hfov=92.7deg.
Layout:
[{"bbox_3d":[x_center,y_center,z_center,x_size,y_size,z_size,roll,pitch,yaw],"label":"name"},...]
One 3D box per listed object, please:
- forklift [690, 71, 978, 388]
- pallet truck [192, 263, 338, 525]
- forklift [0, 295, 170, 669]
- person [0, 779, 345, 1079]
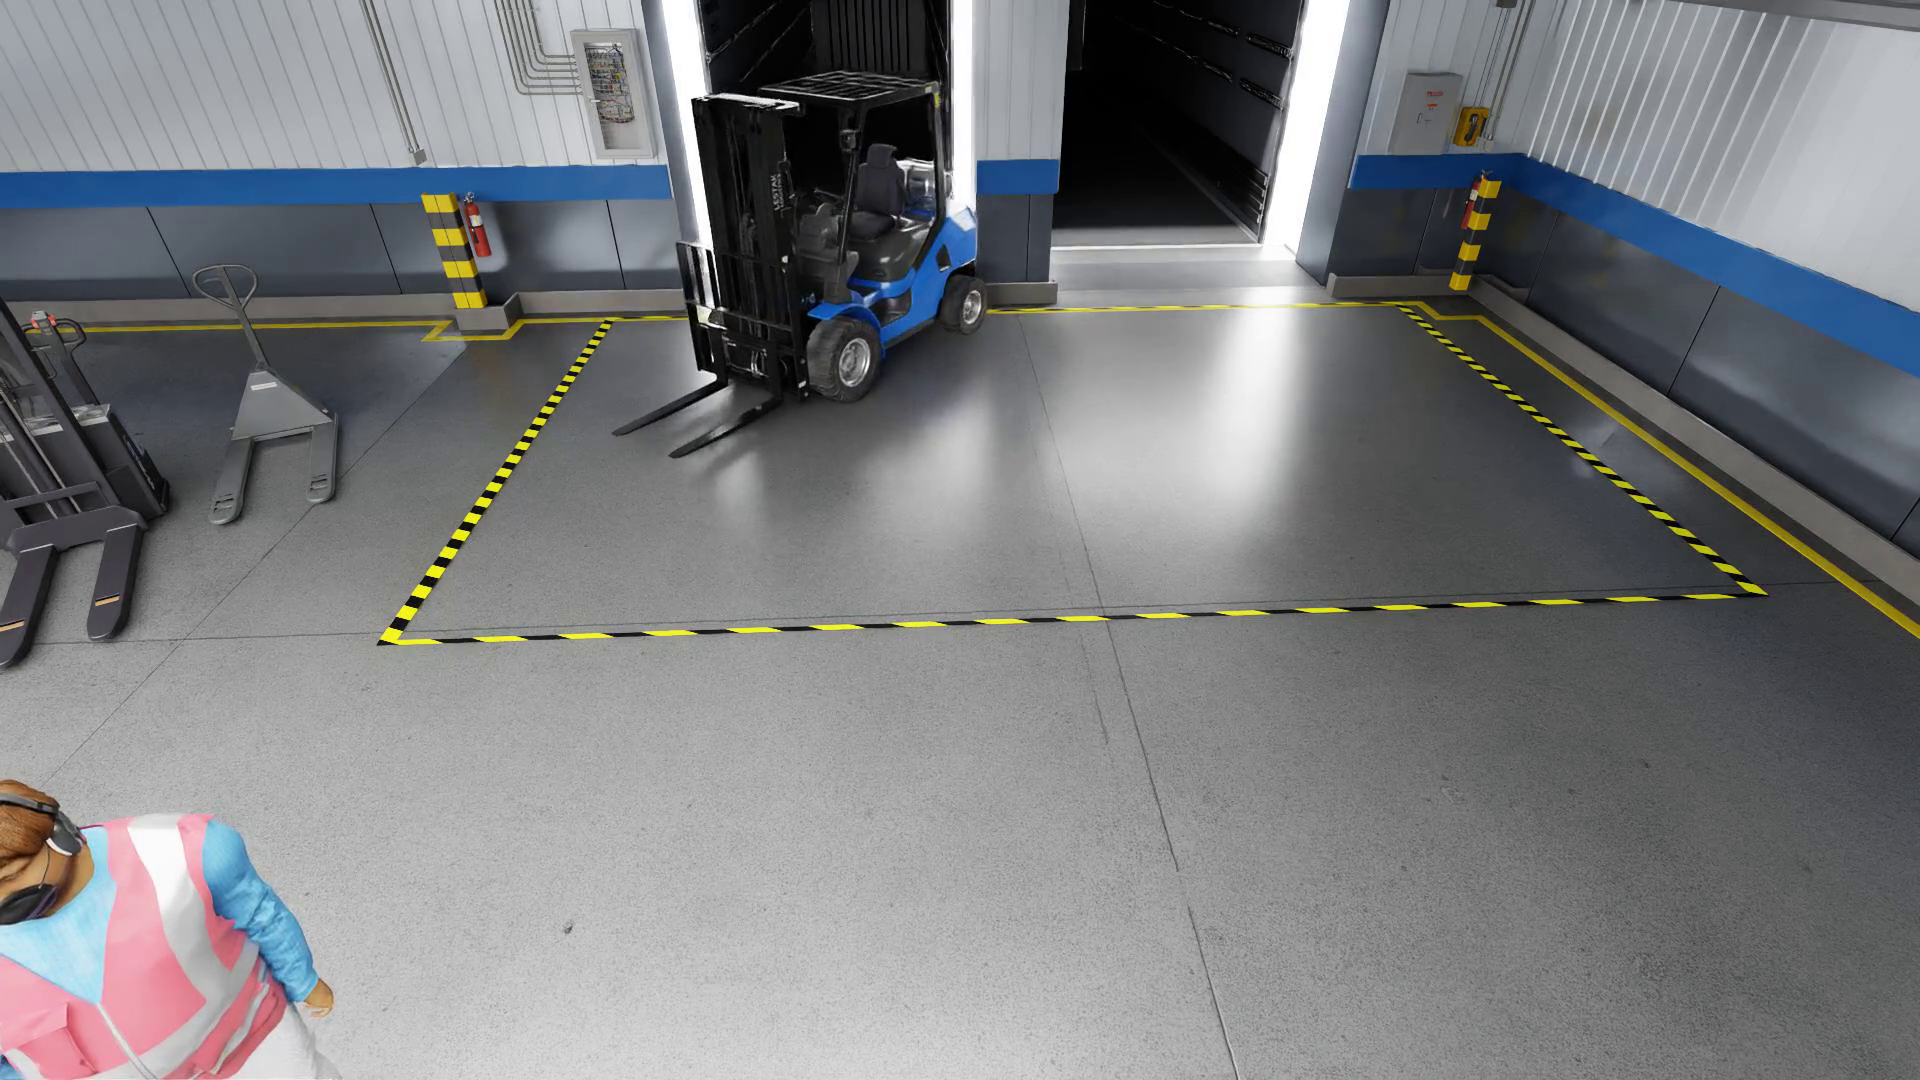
[{"bbox_3d":[-0.912,-2.636,7.462,1.157,2.036,2.680,21,40,27],"label":"forklift"},{"bbox_3d":[-4.778,-1.027,6.128,0.680,1.201,1.601,-17,38,-23],"label":"pallet truck"},{"bbox_3d":[-5.212,-0.618,4.878,0.823,1.965,1.885,-20,39,-26],"label":"forklift"},{"bbox_3d":[-1.950,1.267,2.304,0.623,1.844,0.431,-25,42,-31],"label":"person"}]
